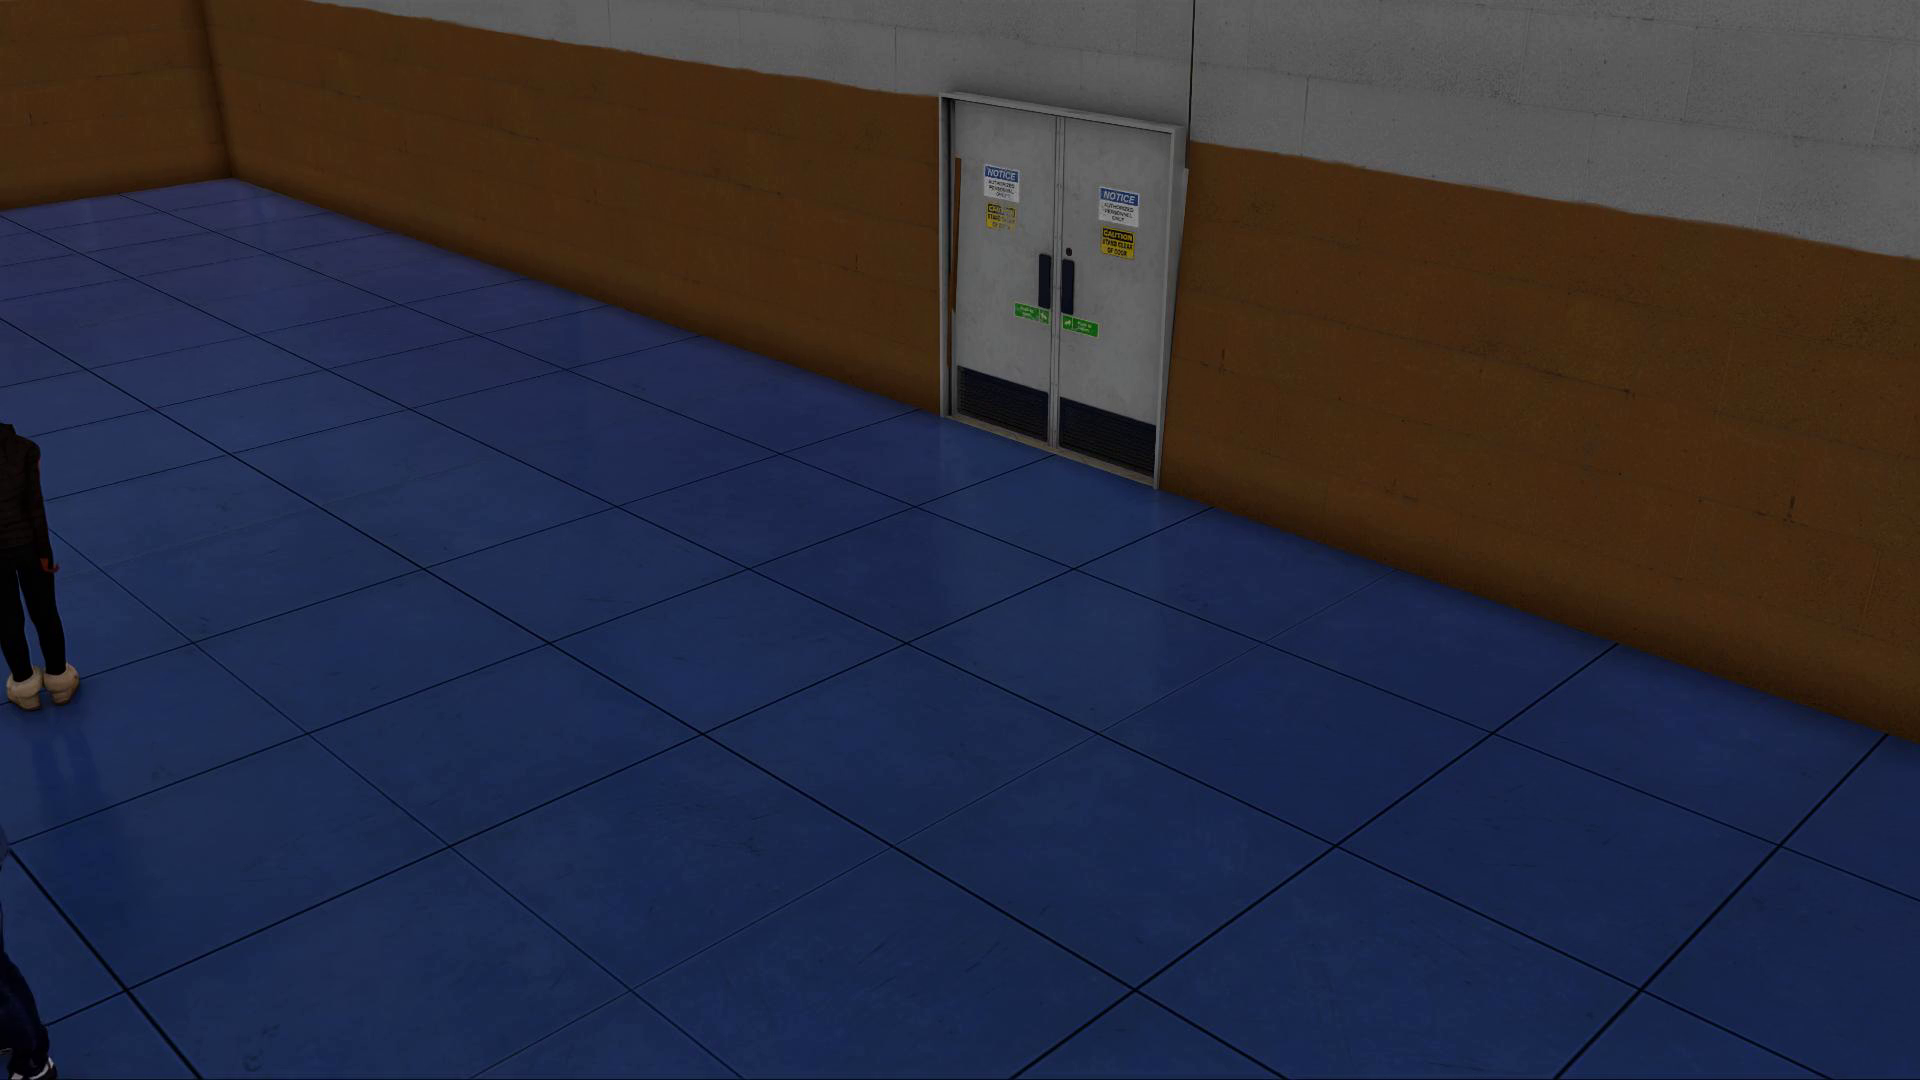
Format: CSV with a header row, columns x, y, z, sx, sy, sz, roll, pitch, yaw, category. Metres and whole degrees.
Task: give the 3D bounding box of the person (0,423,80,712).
x,y,z,sx,sy,sz,roll,pitch,yaw,category
-4.473,0.051,7.841,0.665,1.660,0.592,9,25,19,person
